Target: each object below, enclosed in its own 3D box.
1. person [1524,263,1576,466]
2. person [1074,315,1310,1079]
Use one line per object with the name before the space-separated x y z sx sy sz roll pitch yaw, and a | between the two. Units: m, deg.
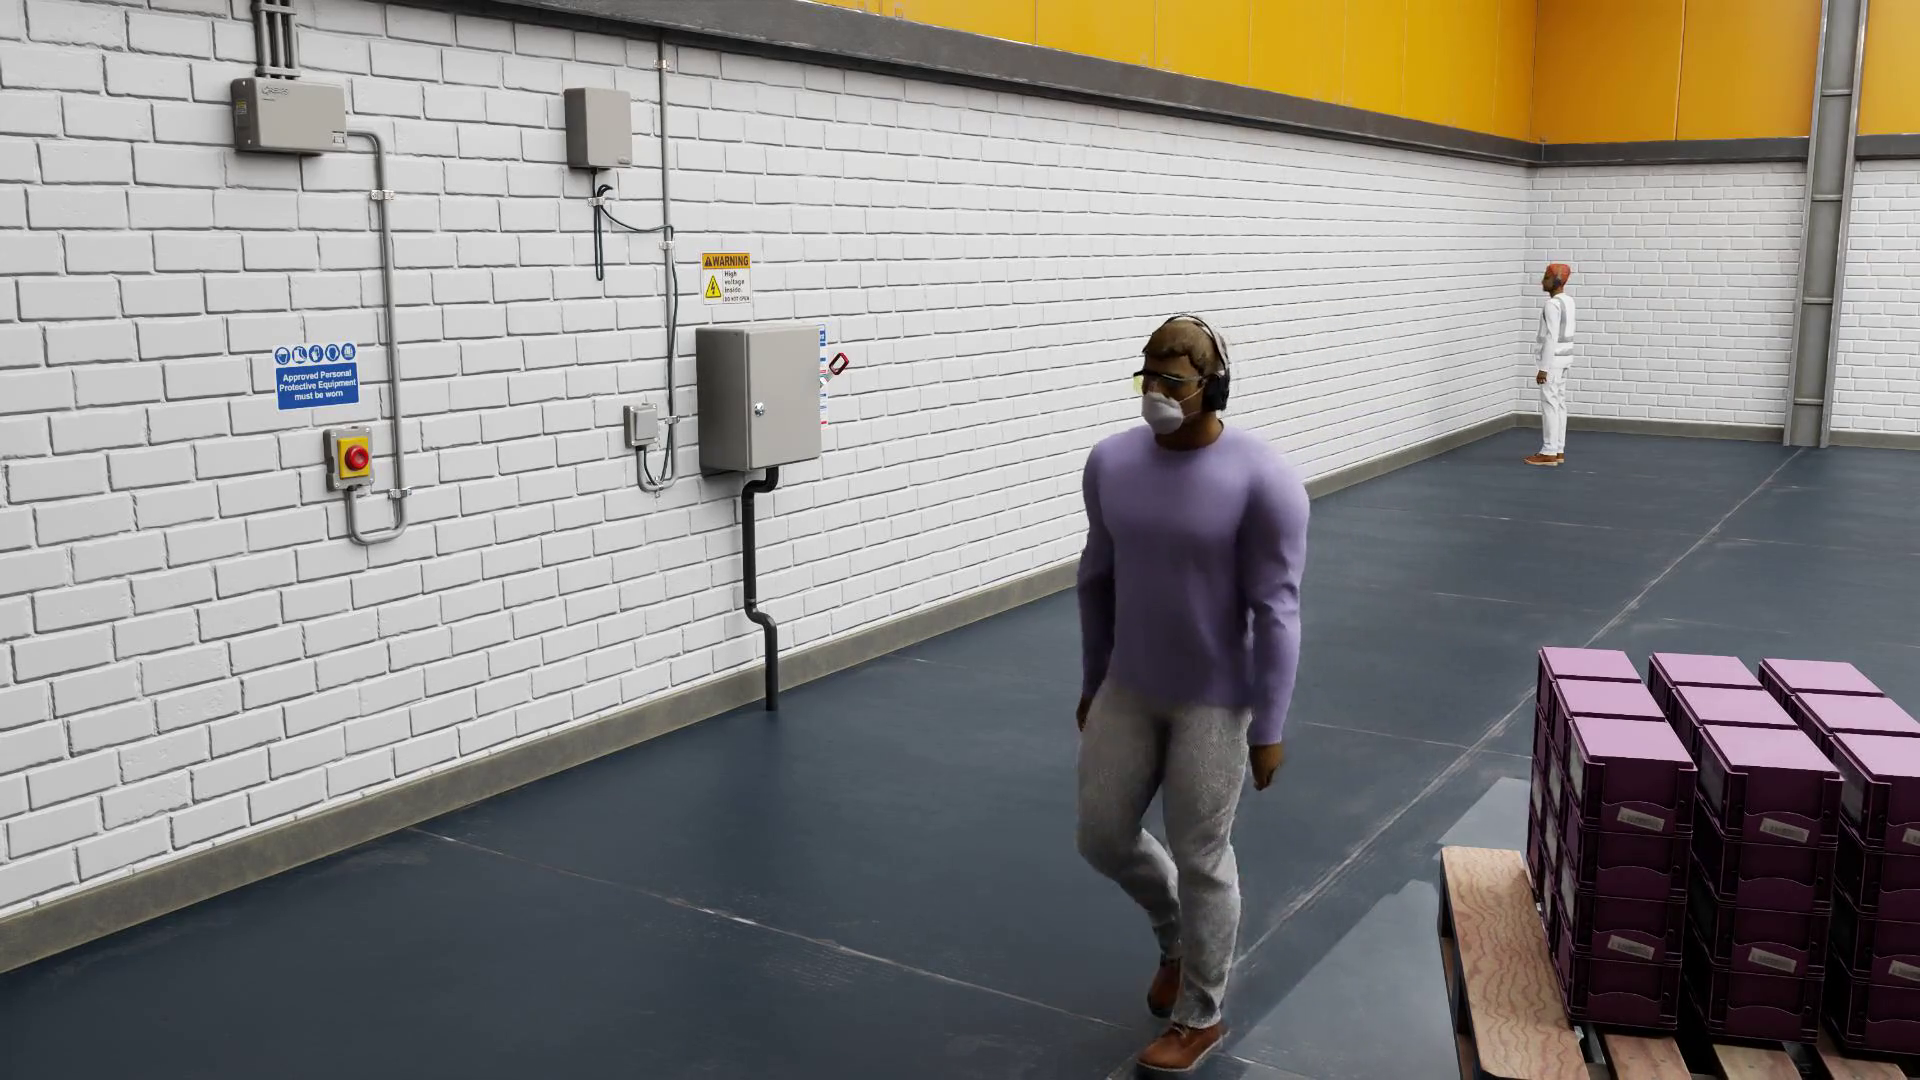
person | 5.551 -1.639 15.587 0.344 1.881 0.585 7 13 35
person | 0.550 0.400 4.177 0.651 1.922 0.454 9 13 40
